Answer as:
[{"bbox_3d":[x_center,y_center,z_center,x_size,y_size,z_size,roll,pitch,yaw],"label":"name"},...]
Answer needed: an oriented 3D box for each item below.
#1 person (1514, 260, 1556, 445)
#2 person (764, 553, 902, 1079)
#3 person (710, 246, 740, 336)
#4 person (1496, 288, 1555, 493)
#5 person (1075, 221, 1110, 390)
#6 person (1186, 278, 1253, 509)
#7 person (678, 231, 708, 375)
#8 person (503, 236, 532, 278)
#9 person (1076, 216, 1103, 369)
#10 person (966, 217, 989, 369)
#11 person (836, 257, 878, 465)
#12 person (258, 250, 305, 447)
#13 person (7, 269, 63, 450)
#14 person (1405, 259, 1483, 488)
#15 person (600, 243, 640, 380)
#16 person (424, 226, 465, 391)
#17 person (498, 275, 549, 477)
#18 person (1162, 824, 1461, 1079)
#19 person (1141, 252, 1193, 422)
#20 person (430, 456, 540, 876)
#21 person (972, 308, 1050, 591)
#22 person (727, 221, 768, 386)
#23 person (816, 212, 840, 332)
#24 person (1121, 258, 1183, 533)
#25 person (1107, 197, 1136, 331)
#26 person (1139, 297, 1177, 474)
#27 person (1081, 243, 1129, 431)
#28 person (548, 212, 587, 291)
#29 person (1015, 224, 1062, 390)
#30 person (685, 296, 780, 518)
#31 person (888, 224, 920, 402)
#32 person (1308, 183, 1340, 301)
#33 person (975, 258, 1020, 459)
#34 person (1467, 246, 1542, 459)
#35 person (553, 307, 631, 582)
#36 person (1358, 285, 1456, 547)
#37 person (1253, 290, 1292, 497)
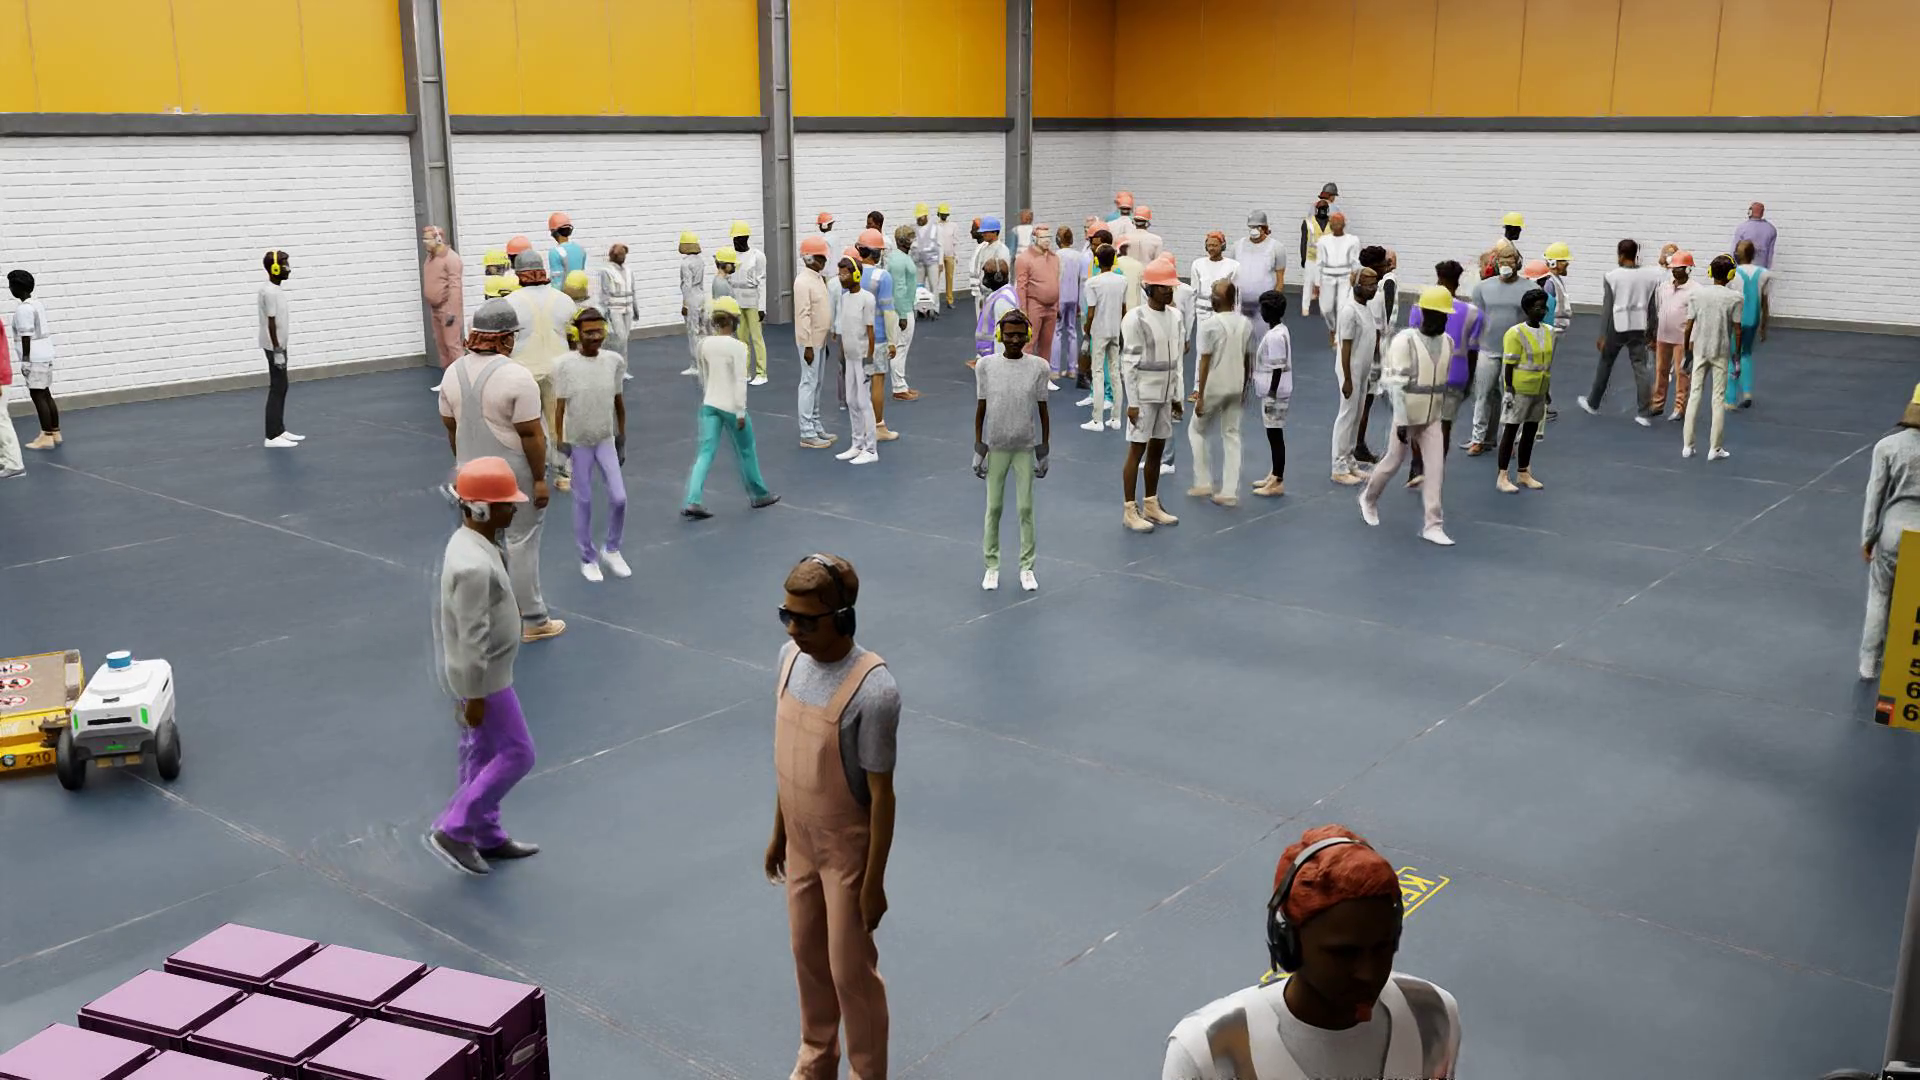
[{"bbox_3d":[5.450,-1.786,15.894,0.343,1.749,0.572,11,18,38],"label":"person"},{"bbox_3d":[-0.389,0.924,4.909,0.371,1.836,0.506,-12,18,-39],"label":"person"},{"bbox_3d":[-2.487,-2.229,17.667,0.343,1.755,0.531,-2,14,-8],"label":"person"},{"bbox_3d":[4.715,-1.238,13.819,0.542,1.695,0.316,-8,16,-28],"label":"person"},{"bbox_3d":[1.569,-2.704,19.215,0.383,1.928,0.545,5,15,21],"label":"person"},{"bbox_3d":[2.053,-1.181,13.316,0.549,1.823,0.633,-7,15,-25],"label":"person"},{"bbox_3d":[-3.288,-2.899,20.362,0.311,1.743,0.493,4,15,15],"label":"person"},{"bbox_3d":[-4.388,-2.070,16.686,0.380,1.933,0.544,-4,15,-16],"label":"person"},{"bbox_3d":[1.649,-3.035,20.573,0.400,1.910,0.643,-5,15,-20],"label":"person"},{"bbox_3d":[0.273,-3.079,20.797,0.354,1.883,0.572,-2,14,-8],"label":"person"},{"bbox_3d":[-0.944,-1.617,15.021,0.344,1.857,0.525,-10,17,-35],"label":"person"},{"bbox_3d":[-6.485,-1.813,15.818,0.349,1.855,0.532,-3,14,-13],"label":"person"},{"bbox_3d":[-8.743,-1.709,15.724,0.320,1.686,0.538,-4,15,-15],"label":"person"},{"bbox_3d":[3.963,-1.340,13.753,0.622,1.938,0.458,2,14,9],"label":"person"},{"bbox_3d":[-4.017,-2.714,19.842,0.432,1.623,0.538,8,16,29],"label":"person"},{"bbox_3d":[-5.883,-2.615,18.925,0.658,1.897,0.405,13,19,41],"label":"person"},{"bbox_3d":[-3.809,-1.379,14.244,0.533,1.767,0.324,-1,14,-6],"label":"person"},{"bbox_3d":[0.608,1.390,2.943,0.574,1.882,0.358,-5,15,-20],"label":"person"},{"bbox_3d":[2.101,-2.070,17.045,0.561,1.742,0.337,-1,14,-5],"label":"person"},{"bbox_3d":[-1.904,0.515,6.733,0.397,1.738,0.578,-4,15,-17],"label":"person"},{"bbox_3d":[0.335,-0.584,10.885,0.509,1.860,0.334,0,14,2],"label":"person"},{"bbox_3d":[-2.517,-2.773,19.515,0.586,1.920,0.384,9,17,33],"label":"person"},{"bbox_3d":[-1.962,-3.961,24.588,0.346,1.746,0.573,4,15,15],"label":"person"},{"bbox_3d":[1.470,-1.088,12.514,0.605,2.045,0.388,-13,19,-42],"label":"person"},{"bbox_3d":[2.464,-4.128,24.841,0.602,1.939,1.047,4,15,16],"label":"person"},{"bbox_3d":[1.751,-1.390,14.553,0.280,1.632,0.501,-2,14,-9],"label":"person"},{"bbox_3d":[1.437,-2.016,16.590,0.513,1.867,0.328,-8,16,-29],"label":"person"},{"bbox_3d":[-4.496,-2.699,18.961,0.380,2.040,0.605,5,15,20],"label":"person"},{"bbox_3d":[0.924,-2.634,18.972,0.653,1.906,0.405,-12,18,-40],"label":"person"},{"bbox_3d":[-1.840,-1.044,13.007,0.537,1.715,0.931,11,18,37],"label":"person"},{"bbox_3d":[-0.622,-2.513,18.422,0.358,1.938,0.636,0,14,2],"label":"person"},{"bbox_3d":[6.378,-5.175,28.854,0.536,2.000,0.674,-8,16,-28],"label":"person"},{"bbox_3d":[0.352,-1.653,15.214,0.429,1.836,0.631,1,14,3],"label":"person"},{"bbox_3d":[4.964,-1.713,15.225,0.635,1.937,0.352,6,15,22],"label":"person"},{"bbox_3d":[-2.453,-0.620,11.048,0.536,1.853,0.456,-7,16,-27],"label":"person"},{"bbox_3d":[3.352,-0.956,12.321,0.592,1.887,0.957,-6,15,-22],"label":"person"},{"bbox_3d":[2.572,-1.204,13.686,0.317,1.693,0.540,3,14,12],"label":"person"}]
